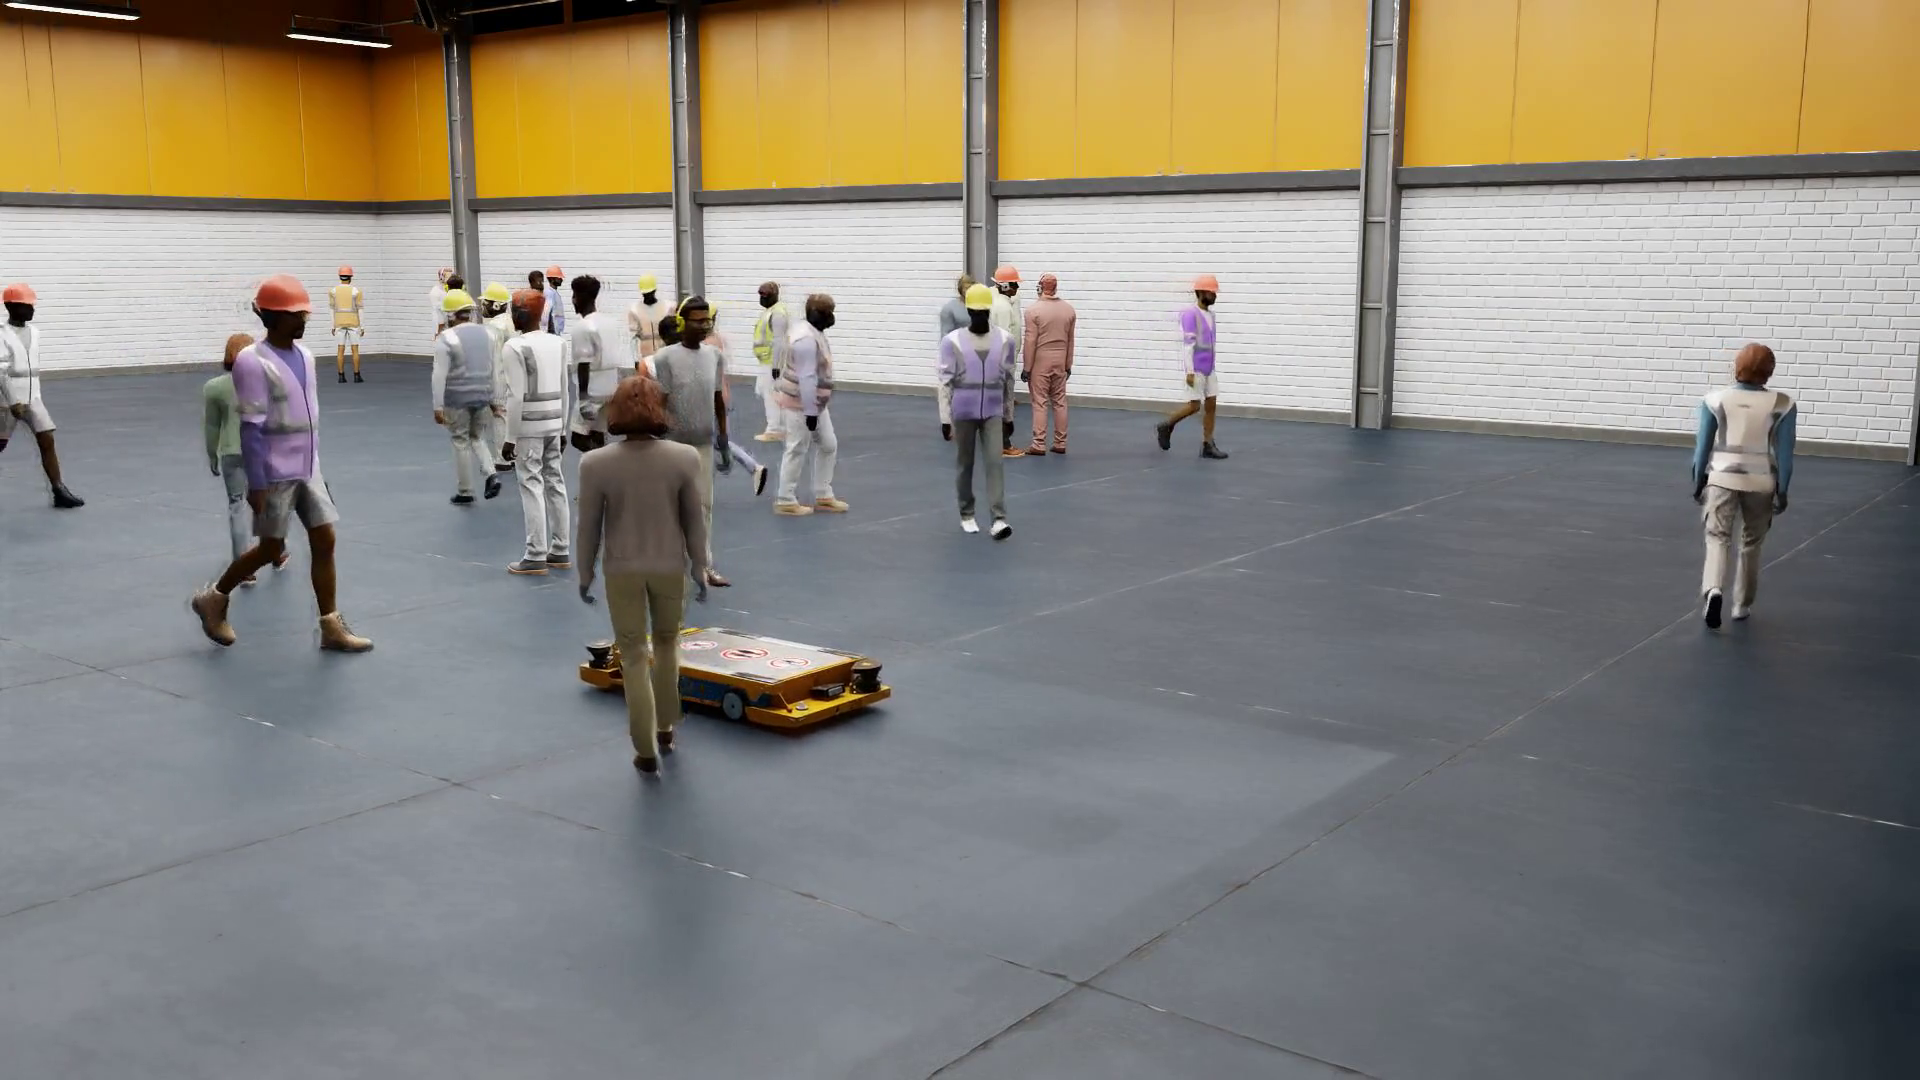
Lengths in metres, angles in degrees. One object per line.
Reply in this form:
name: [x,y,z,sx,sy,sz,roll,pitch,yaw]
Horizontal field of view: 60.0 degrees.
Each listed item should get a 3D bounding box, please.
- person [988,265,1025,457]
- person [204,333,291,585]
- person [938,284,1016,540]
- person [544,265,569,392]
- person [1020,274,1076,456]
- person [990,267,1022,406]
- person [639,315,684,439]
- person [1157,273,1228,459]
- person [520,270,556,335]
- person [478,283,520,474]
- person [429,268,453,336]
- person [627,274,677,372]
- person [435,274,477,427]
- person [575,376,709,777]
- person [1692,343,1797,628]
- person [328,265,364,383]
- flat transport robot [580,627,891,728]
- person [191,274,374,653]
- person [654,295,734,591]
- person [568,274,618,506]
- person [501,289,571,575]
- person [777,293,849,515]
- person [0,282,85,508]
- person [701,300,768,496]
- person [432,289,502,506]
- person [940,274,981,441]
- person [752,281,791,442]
person: [0.472,-1.864,17.390,0.381,1.995,0.611,-1,10,-8]
person: [-4.615,-0.541,10.813,0.516,1.589,0.855,-2,10,-12]
person: [0.145,-0.939,12.318,0.612,1.878,0.955,-2,10,-11]
person: [-6.184,-3.224,25.474,0.357,1.937,0.551,-2,10,-10]
person: [0.903,-1.843,17.522,0.655,1.906,0.407,-7,12,-34]
person: [0.565,-2.811,23.068,0.630,1.940,0.372,4,10,21]
person: [-2.168,-0.867,12.546,0.532,1.669,0.731,-4,10,-21]
person: [2.438,-1.798,17.237,0.724,1.919,0.560,9,13,42]
person: [-5.436,-2.503,21.362,0.456,1.903,0.635,6,11,32]
person: [-4.444,-1.553,16.037,0.404,1.837,0.590,1,10,4]
person: [-7.971,-3.274,25.889,0.401,1.903,0.645,2,10,11]
person: [-3.556,-2.155,19.394,0.615,1.880,0.785,0,10,2]
person: [-6.117,-2.294,20.266,0.535,1.866,0.314,-5,11,-26]
person: [-1.327,0.126,6.885,0.523,1.608,0.669,-4,10,-20]
person: [4.411,-0.302,9.396,0.524,1.612,0.700,5,11,28]
person: [-10.083,-3.547,27.384,0.542,1.933,0.382,-2,10,-9]
flat transport robot: [-1.086,0.624,7.916,1.431,0.197,0.652,7,12,36]
person: [-3.624,-0.387,8.762,0.914,2.017,0.617,2,10,12]
person: [-1.659,-0.599,10.429,0.555,1.863,0.329,-8,13,-39]
person: [-2.987,-1.226,13.822,0.542,1.944,0.613,3,10,16]
person: [-2.806,-0.711,10.996,0.342,1.883,0.586,5,11,26]
person: [-1.177,-1.073,13.373,0.690,1.802,0.645,1,10,7]
person: [-7.872,-1.193,13.834,1.039,1.889,0.542,3,10,18]
person: [-2.046,-1.178,14.130,0.704,1.736,0.532,1,10,4]
person: [-4.129,-1.176,13.883,0.419,1.819,0.619,7,12,35]
person: [0.057,-2.061,18.882,0.655,1.883,1.038,-5,11,-27]
person: [-2.090,-2.001,18.726,0.484,1.811,0.658,-2,10,-14]
